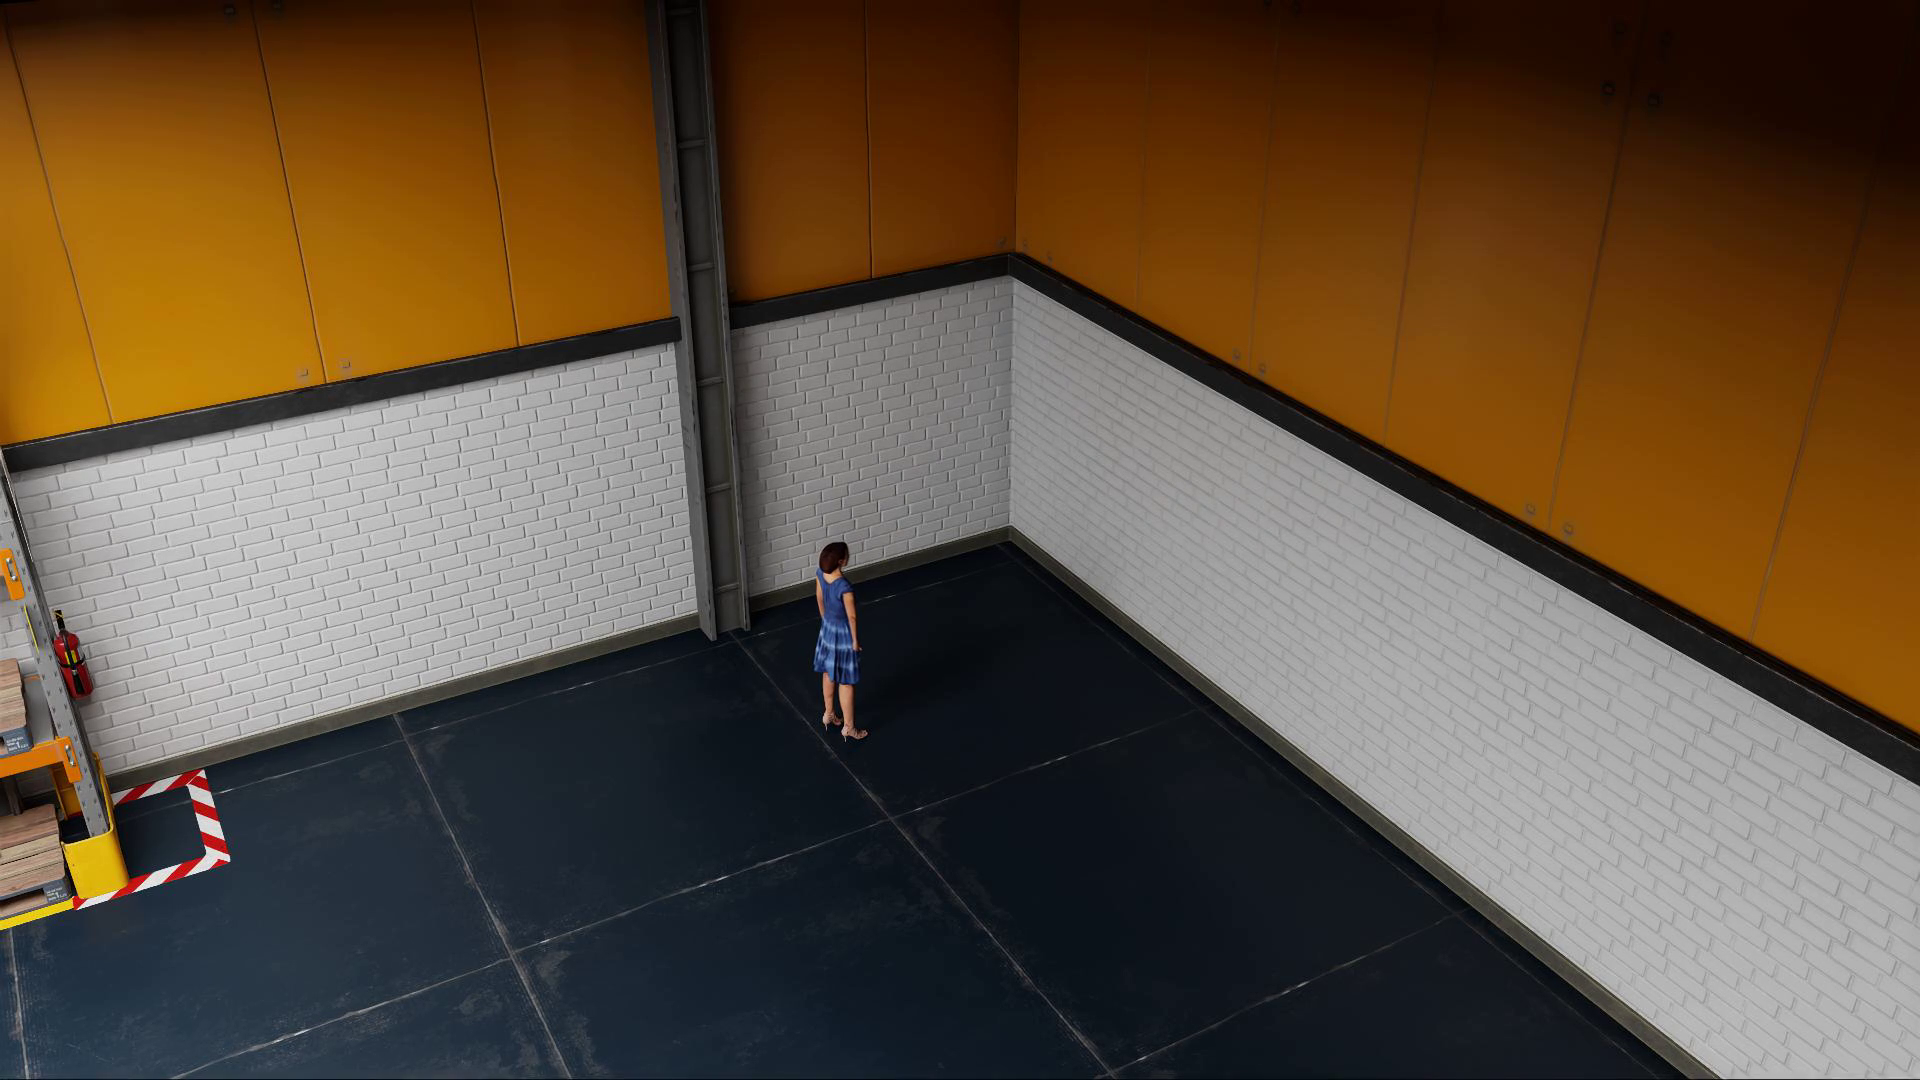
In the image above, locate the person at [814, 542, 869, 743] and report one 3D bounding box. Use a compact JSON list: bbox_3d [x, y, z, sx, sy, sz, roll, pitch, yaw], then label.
[{"bbox_3d":[-0.970,0.810,13.503,0.630,1.806,0.708,-23,36,-35],"label":"person"}]
